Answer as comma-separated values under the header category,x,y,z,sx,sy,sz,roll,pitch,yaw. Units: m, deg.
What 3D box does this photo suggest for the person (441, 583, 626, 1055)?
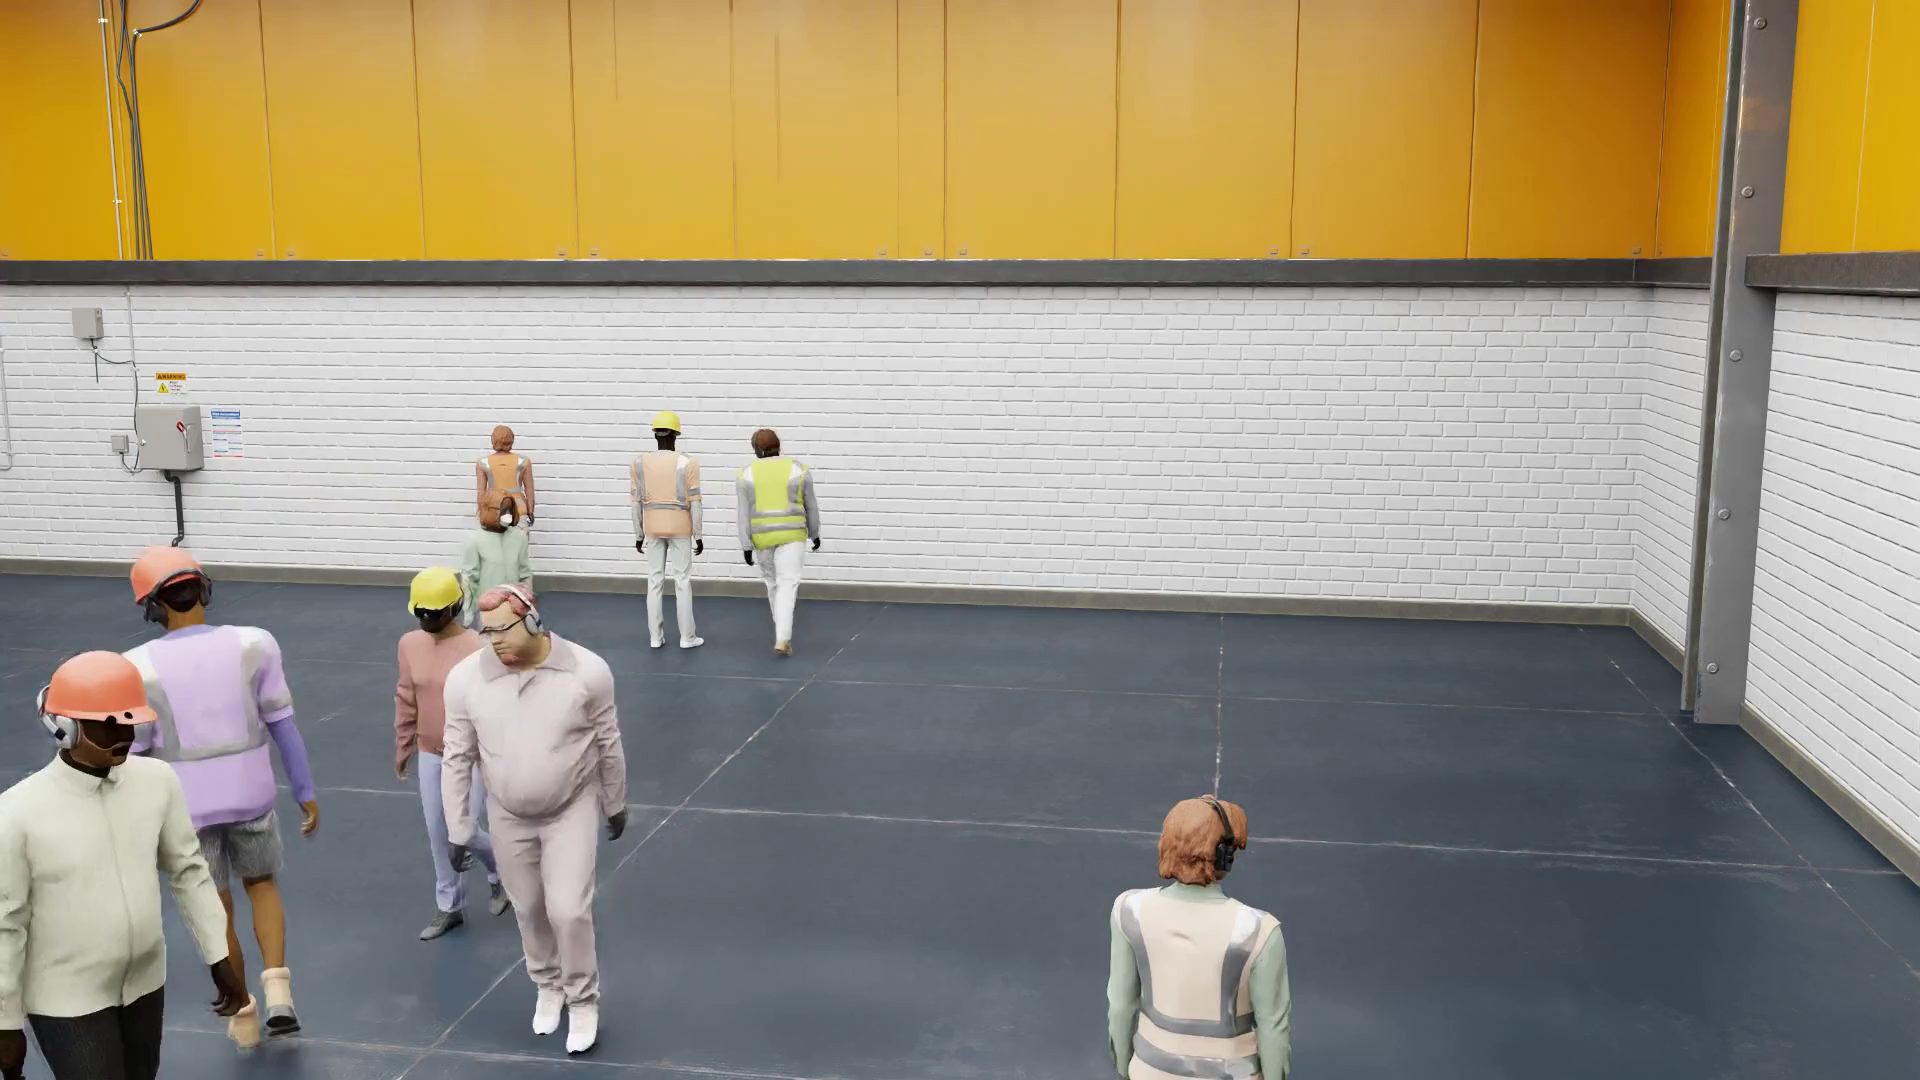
category,x,y,z,sx,sy,sz,roll,pitch,yaw
person,-1.645,1.065,6.468,0.663,1.866,0.655,0,9,-2

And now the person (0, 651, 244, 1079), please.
category,x,y,z,sx,sy,sz,roll,pitch,yaw
person,-2.453,1.285,4.806,0.634,1.966,0.642,4,10,23

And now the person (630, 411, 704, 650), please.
category,x,y,z,sx,sy,sz,roll,pitch,yaw
person,-2.332,-0.071,13.315,0.585,1.918,0.377,1,9,8

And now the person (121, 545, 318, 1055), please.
category,x,y,z,sx,sy,sz,roll,pitch,yaw
person,-2.844,1.010,6.386,0.702,2.000,0.540,-6,11,-32

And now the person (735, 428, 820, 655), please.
category,x,y,z,sx,sy,sz,roll,pitch,yaw
person,-1.464,-0.001,13.313,0.631,1.783,0.993,1,9,4

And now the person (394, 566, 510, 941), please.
category,x,y,z,sx,sy,sz,roll,pitch,yaw
person,-2.277,0.957,7.497,0.567,1.745,0.468,3,10,20

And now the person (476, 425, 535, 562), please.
category,x,y,z,sx,sy,sz,roll,pitch,yaw
person,-4.114,-0.222,15.097,0.513,1.641,0.307,-3,10,-17

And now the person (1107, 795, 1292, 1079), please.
category,x,y,z,sx,sy,sz,roll,pitch,yaw
person,0.643,1.496,4.509,0.512,1.638,0.312,5,10,28

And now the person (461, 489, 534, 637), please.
category,x,y,z,sx,sy,sz,roll,pitch,yaw
person,-3.002,0.469,10.887,0.352,1.620,0.528,7,11,36
